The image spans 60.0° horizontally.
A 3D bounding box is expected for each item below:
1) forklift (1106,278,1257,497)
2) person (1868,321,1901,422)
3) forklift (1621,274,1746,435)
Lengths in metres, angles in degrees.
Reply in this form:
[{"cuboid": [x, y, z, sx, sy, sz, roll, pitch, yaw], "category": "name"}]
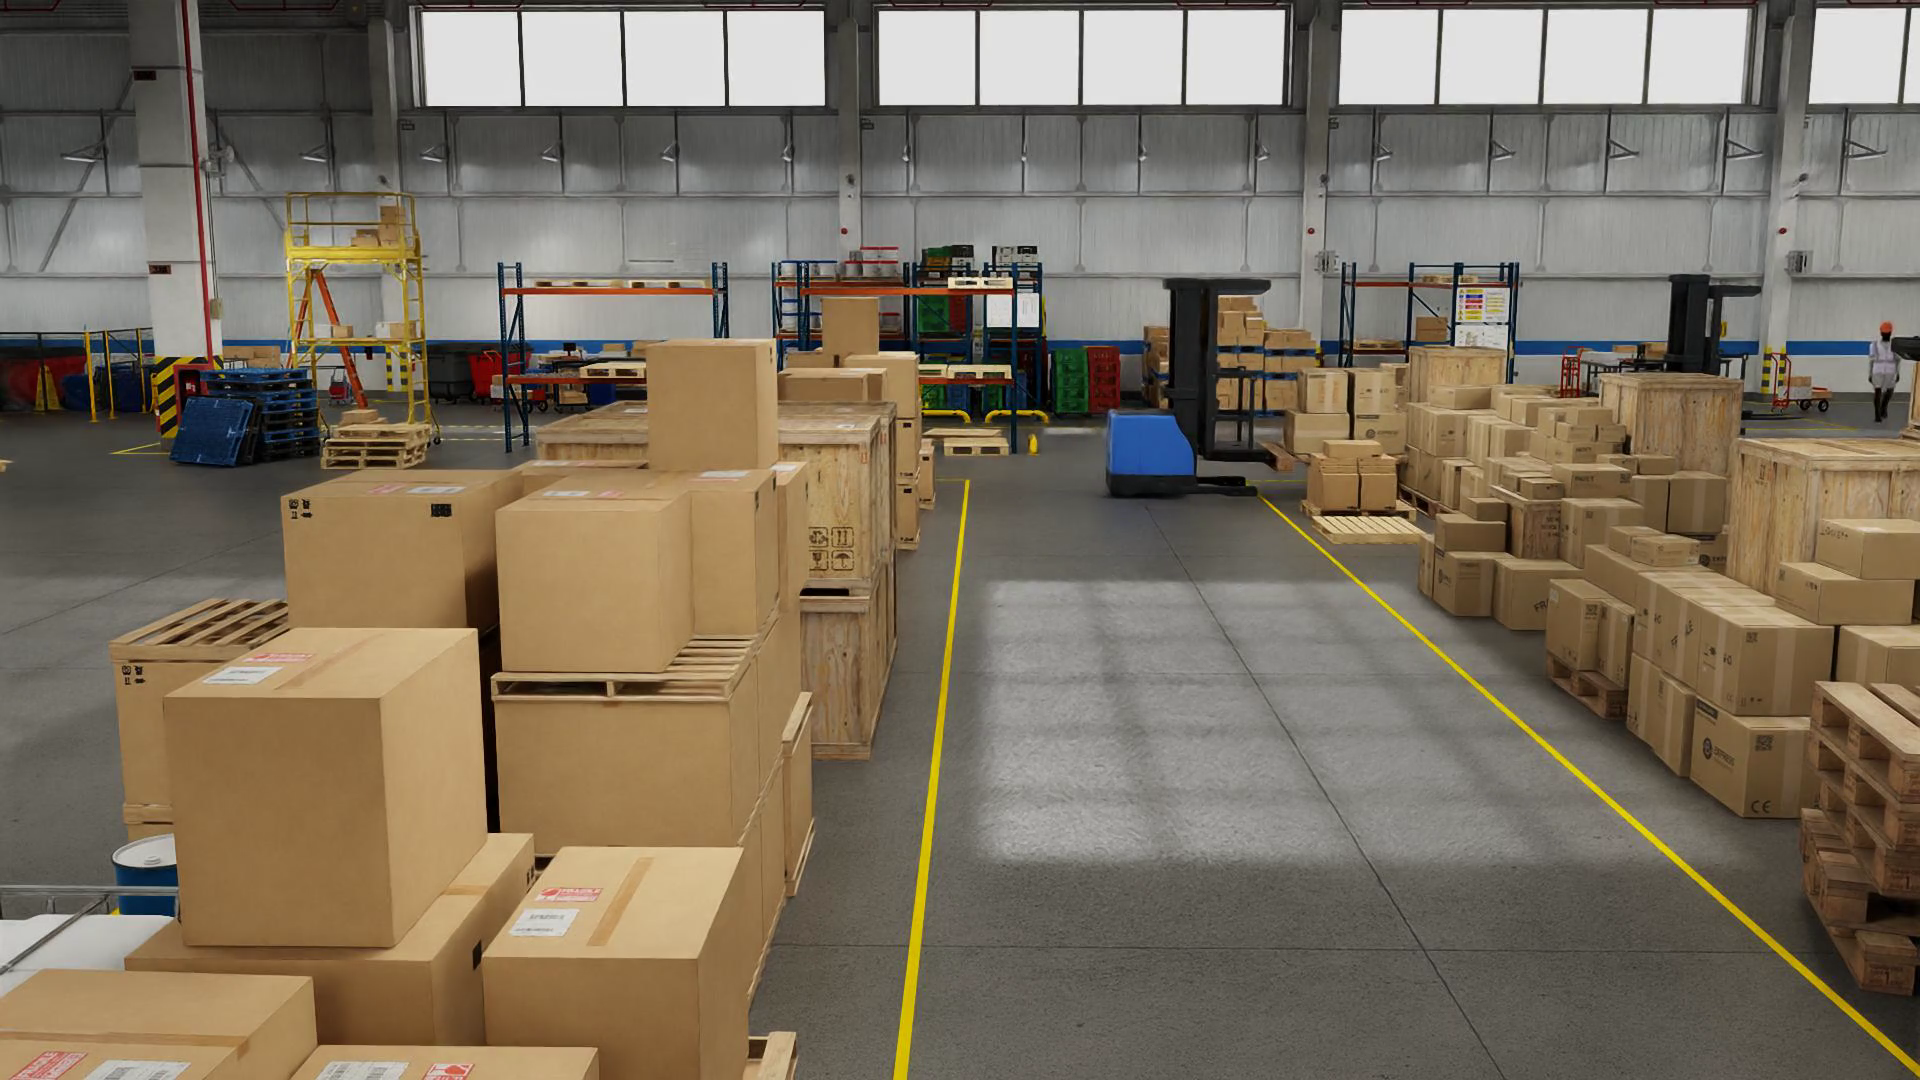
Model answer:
[{"cuboid": [2.884, -2.007, 21.659, 1.873, 2.768, 1.129, 0, 9, 1], "category": "forklift"}, {"cuboid": [17.624, -3.209, 31.718, 0.571, 1.918, 0.425, 4, 10, 21], "category": "person"}, {"cuboid": [12.732, -3.275, 29.254, 1.873, 2.768, 1.129, 0, 9, 1], "category": "forklift"}]
